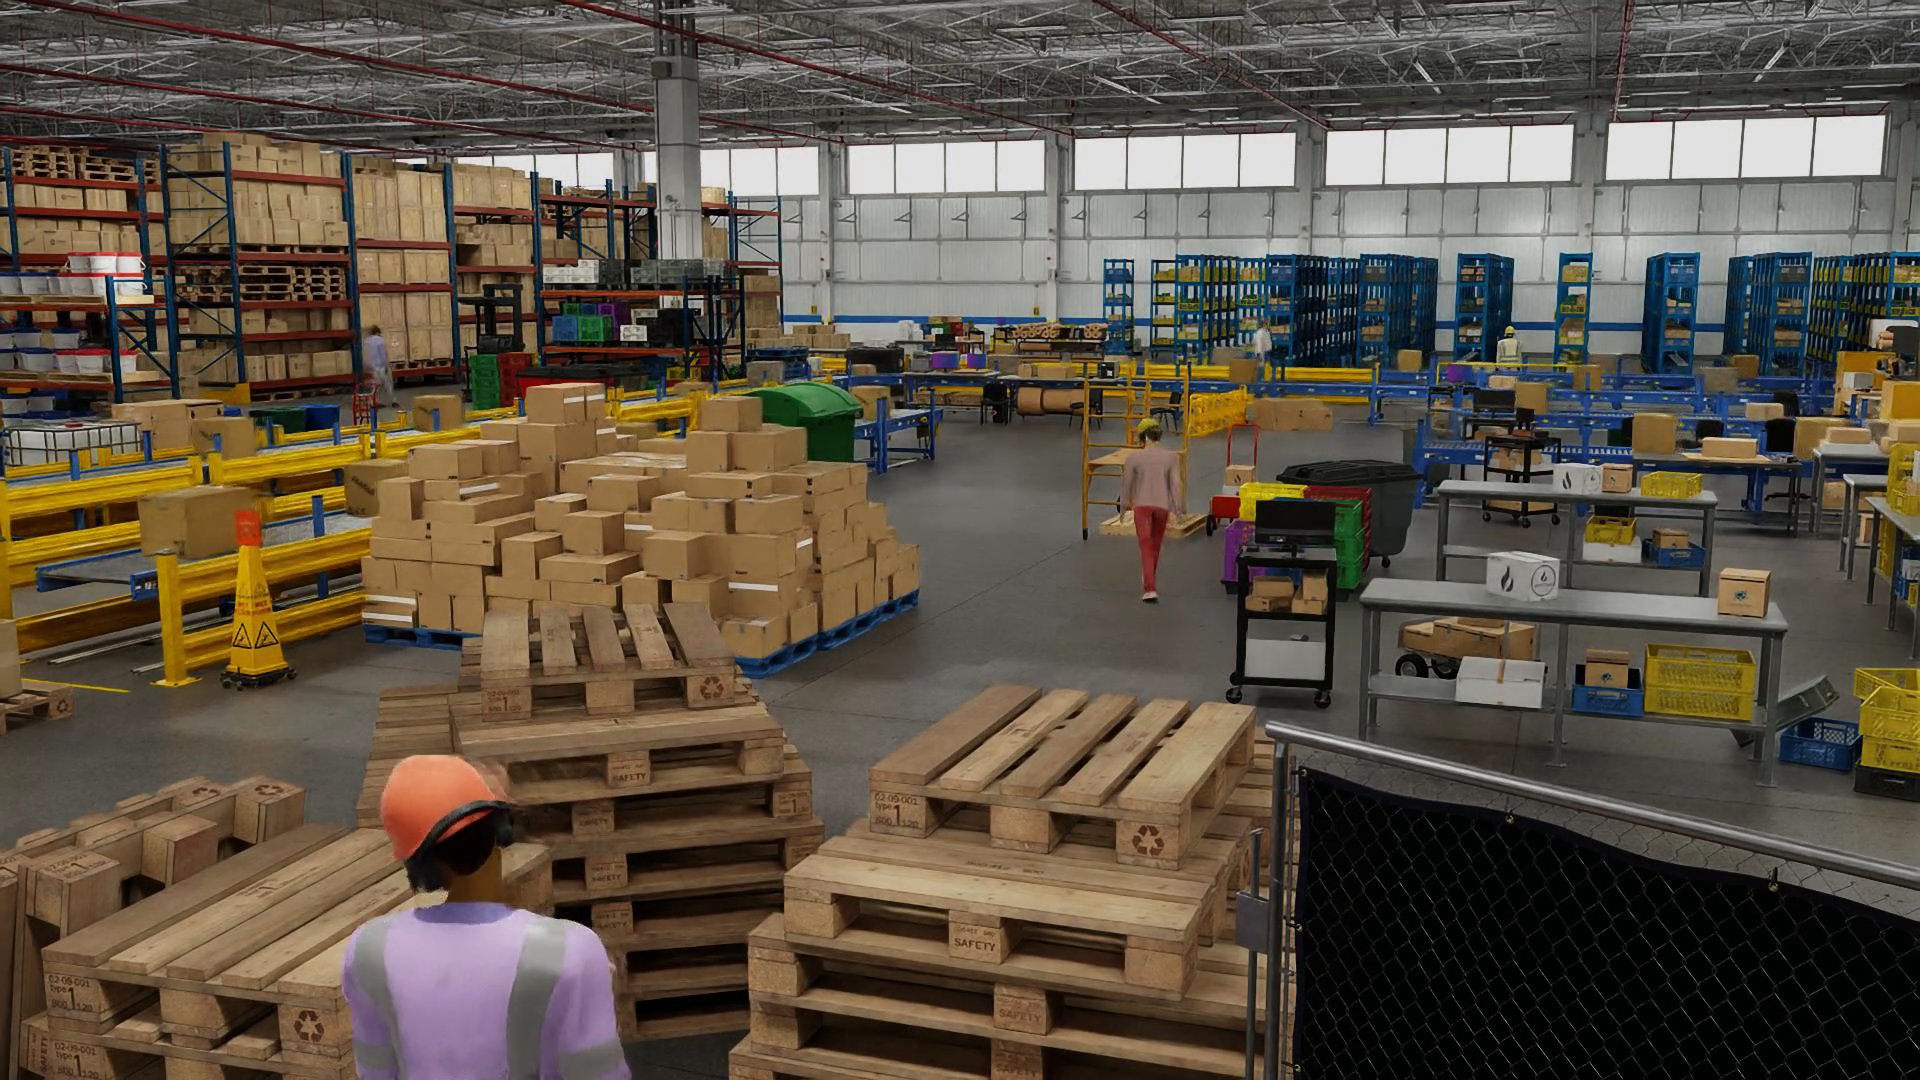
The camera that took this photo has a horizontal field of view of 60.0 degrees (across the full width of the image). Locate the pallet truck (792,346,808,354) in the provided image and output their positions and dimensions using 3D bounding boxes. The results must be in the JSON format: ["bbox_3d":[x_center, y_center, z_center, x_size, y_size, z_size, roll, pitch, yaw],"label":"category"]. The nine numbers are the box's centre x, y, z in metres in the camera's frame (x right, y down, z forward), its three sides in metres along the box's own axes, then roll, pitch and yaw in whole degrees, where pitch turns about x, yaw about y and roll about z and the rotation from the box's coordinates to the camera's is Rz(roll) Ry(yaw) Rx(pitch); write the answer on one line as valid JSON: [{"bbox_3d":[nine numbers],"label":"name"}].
[{"bbox_3d":[-3.705,-4.298,42.022,0.653,1.274,1.630,3,10,20],"label":"pallet truck"}]

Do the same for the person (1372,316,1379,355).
[{"bbox_3d":[13.122,-6.329,52.650,0.415,1.985,0.611,3,10,20],"label":"person"}]

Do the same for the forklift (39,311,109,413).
[{"bbox_3d":[-19.407,-4.230,36.648,1.873,2.768,1.129,3,10,20],"label":"forklift"}]

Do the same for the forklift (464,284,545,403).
[{"bbox_3d":[-10.832,-4.702,39.610,1.129,2.768,1.873,3,10,20],"label":"forklift"}]

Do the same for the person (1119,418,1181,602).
[{"bbox_3d":[1.783,-0.294,15.673,0.544,1.686,1.003,-1,9,-8],"label":"person"}]

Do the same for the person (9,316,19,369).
[{"bbox_3d":[-26.312,-5.284,46.303,0.576,1.902,0.907,5,11,30],"label":"person"}]

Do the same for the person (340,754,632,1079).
[{"bbox_3d":[-0.974,1.463,3.693,0.767,2.000,0.384,2,9,12],"label":"person"}]

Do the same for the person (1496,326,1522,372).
[{"bbox_3d":[12.981,-4.143,39.384,0.600,1.832,0.404,0,9,0],"label":"person"}]

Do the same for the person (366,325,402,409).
[{"bbox_3d":[-13.120,-3.938,37.858,0.652,1.904,0.703,6,11,34],"label":"person"}]

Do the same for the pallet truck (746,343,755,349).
[{"bbox_3d":[-6.183,-4.618,44.264,1.601,1.201,0.680,-9,12,-43],"label":"pallet truck"}]

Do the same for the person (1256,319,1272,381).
[{"bbox_3d":[8.000,-4.912,44.042,0.520,1.890,0.645,5,10,28],"label":"person"}]
